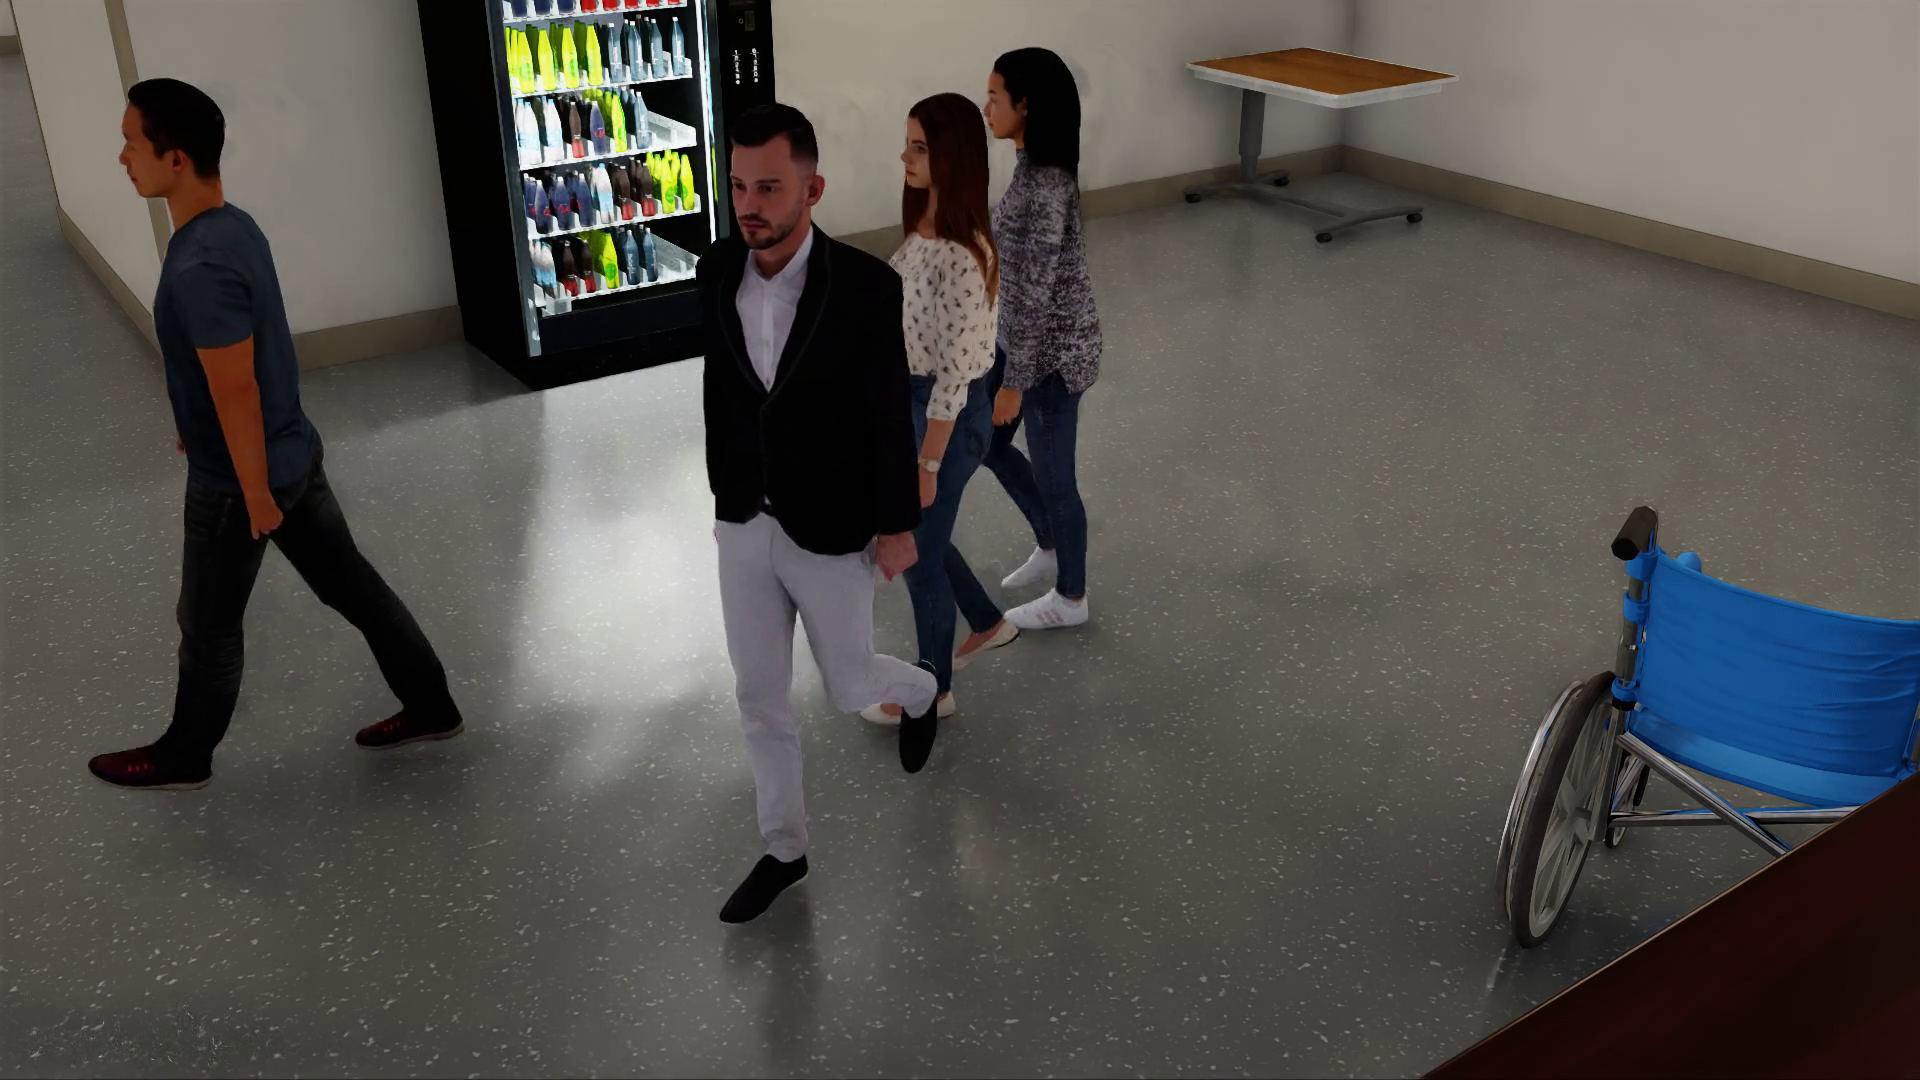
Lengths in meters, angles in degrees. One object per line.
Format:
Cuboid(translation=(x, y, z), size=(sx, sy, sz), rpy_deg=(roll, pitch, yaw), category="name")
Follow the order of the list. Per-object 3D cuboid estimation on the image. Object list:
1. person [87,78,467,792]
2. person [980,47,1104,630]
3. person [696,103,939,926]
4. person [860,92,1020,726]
Cuboid(translation=(-1.617, -0.189, 4.042), size=(1.236, 1.765, 0.972), rpy_deg=(-5, 26, -11), category="person")
Cuboid(translation=(0.334, -0.539, 4.820), size=(0.736, 1.719, 0.735), rpy_deg=(-4, 26, -9), category="person")
Cuboid(translation=(-0.296, -0.060, 3.717), size=(0.979, 1.814, 1.168), rpy_deg=(13, 28, 24), category="person")
Cuboid(translation=(0.010, -0.286, 4.303), size=(0.810, 1.712, 0.730), rpy_deg=(-3, 26, -6), category="person")
